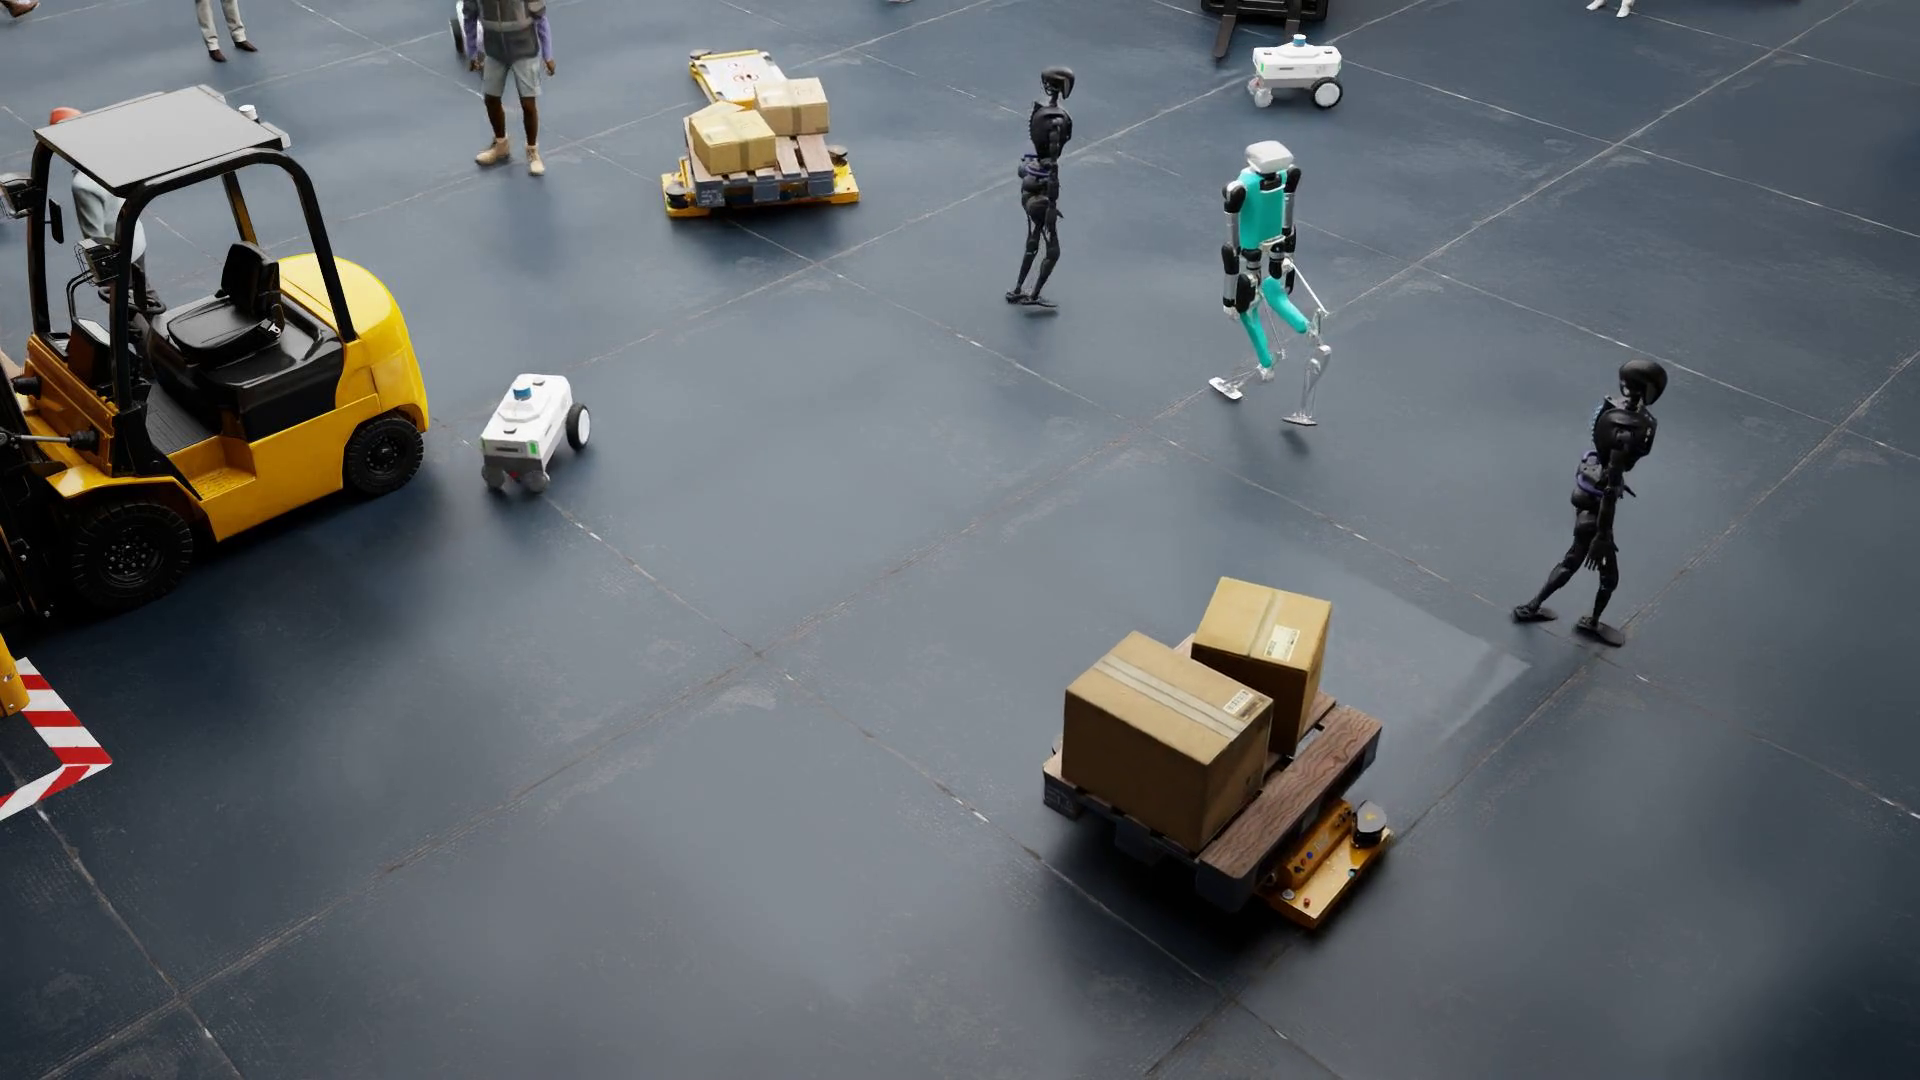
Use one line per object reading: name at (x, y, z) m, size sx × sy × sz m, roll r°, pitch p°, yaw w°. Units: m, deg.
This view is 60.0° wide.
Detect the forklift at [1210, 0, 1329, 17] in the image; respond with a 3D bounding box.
forklift at (3.106, -6.400, 15.960) m, size 1.214 × 2.155 × 2.313 m, roll 8°, pitch 37°, yaw 10°

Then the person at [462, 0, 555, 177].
person at (-3.414, -3.694, 12.505) m, size 0.713 × 2.005 × 0.537 m, roll 2°, pitch 37°, yaw 2°

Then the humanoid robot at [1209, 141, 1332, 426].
humanoid robot at (1.879, -1.383, 9.660) m, size 0.541 × 1.765 × 1.029 m, roll -22°, pitch 42°, yaw -27°

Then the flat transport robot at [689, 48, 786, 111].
flat transport robot at (-1.843, -3.862, 14.167) m, size 0.659 × 0.231 × 1.431 m, roll -12°, pitch 38°, yaw -15°

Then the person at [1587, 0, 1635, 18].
person at (6.256, -5.732, 15.533) m, size 0.517 × 1.633 × 0.316 m, roll 30°, pitch 46°, yaw 34°

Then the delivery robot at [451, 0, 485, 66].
delivery robot at (-4.284, -4.584, 14.888) m, size 0.499 × 0.587 × 0.777 m, roll -12°, pitch 39°, yaw -16°

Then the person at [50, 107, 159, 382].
person at (-5.188, -1.806, 10.187) m, size 0.351 × 1.737 × 0.571 m, roll -2°, pitch 37°, yaw -3°

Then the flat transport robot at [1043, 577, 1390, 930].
flat transport robot at (1.130, 1.150, 7.457) m, size 1.431 × 0.231 × 0.659 m, roll 27°, pitch 44°, yaw 31°

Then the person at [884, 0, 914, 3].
person at (-0.675, -6.109, 15.781) m, size 0.372 × 1.940 × 0.630 m, roll -14°, pitch 39°, yaw -18°

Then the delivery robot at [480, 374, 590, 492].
delivery robot at (-2.495, -0.656, 9.650) m, size 0.510 × 0.611 × 0.782 m, roll 4°, pitch 37°, yaw 5°

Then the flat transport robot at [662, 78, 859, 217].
flat transport robot at (-1.526, -2.724, 12.643) m, size 1.431 × 0.231 × 0.659 m, roll -7°, pitch 37°, yaw -9°

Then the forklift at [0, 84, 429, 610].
forklift at (-4.145, -1.093, 8.856) m, size 2.313 × 2.155 × 1.214 m, roll -31°, pitch 47°, yaw -34°

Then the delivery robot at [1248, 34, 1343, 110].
delivery robot at (2.861, -3.961, 14.077) m, size 0.815 × 0.614 × 0.499 m, roll -2°, pitch 37°, yaw -2°

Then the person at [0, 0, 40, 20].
person at (-9.200, -5.607, 15.217) m, size 0.945 × 1.801 × 0.532 m, roll -23°, pitch 43°, yaw -28°

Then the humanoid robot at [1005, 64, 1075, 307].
humanoid robot at (0.522, -2.312, 10.923) m, size 0.398 × 1.645 × 0.592 m, roll -4°, pitch 37°, yaw -6°

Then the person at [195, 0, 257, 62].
person at (-6.614, -5.141, 14.615) m, size 0.384 × 1.781 × 0.544 m, roll 27°, pitch 44°, yaw 31°

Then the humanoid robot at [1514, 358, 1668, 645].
humanoid robot at (3.142, -0.197, 8.115) m, size 0.559 × 1.639 × 0.616 m, roll 14°, pitch 39°, yaw 18°
